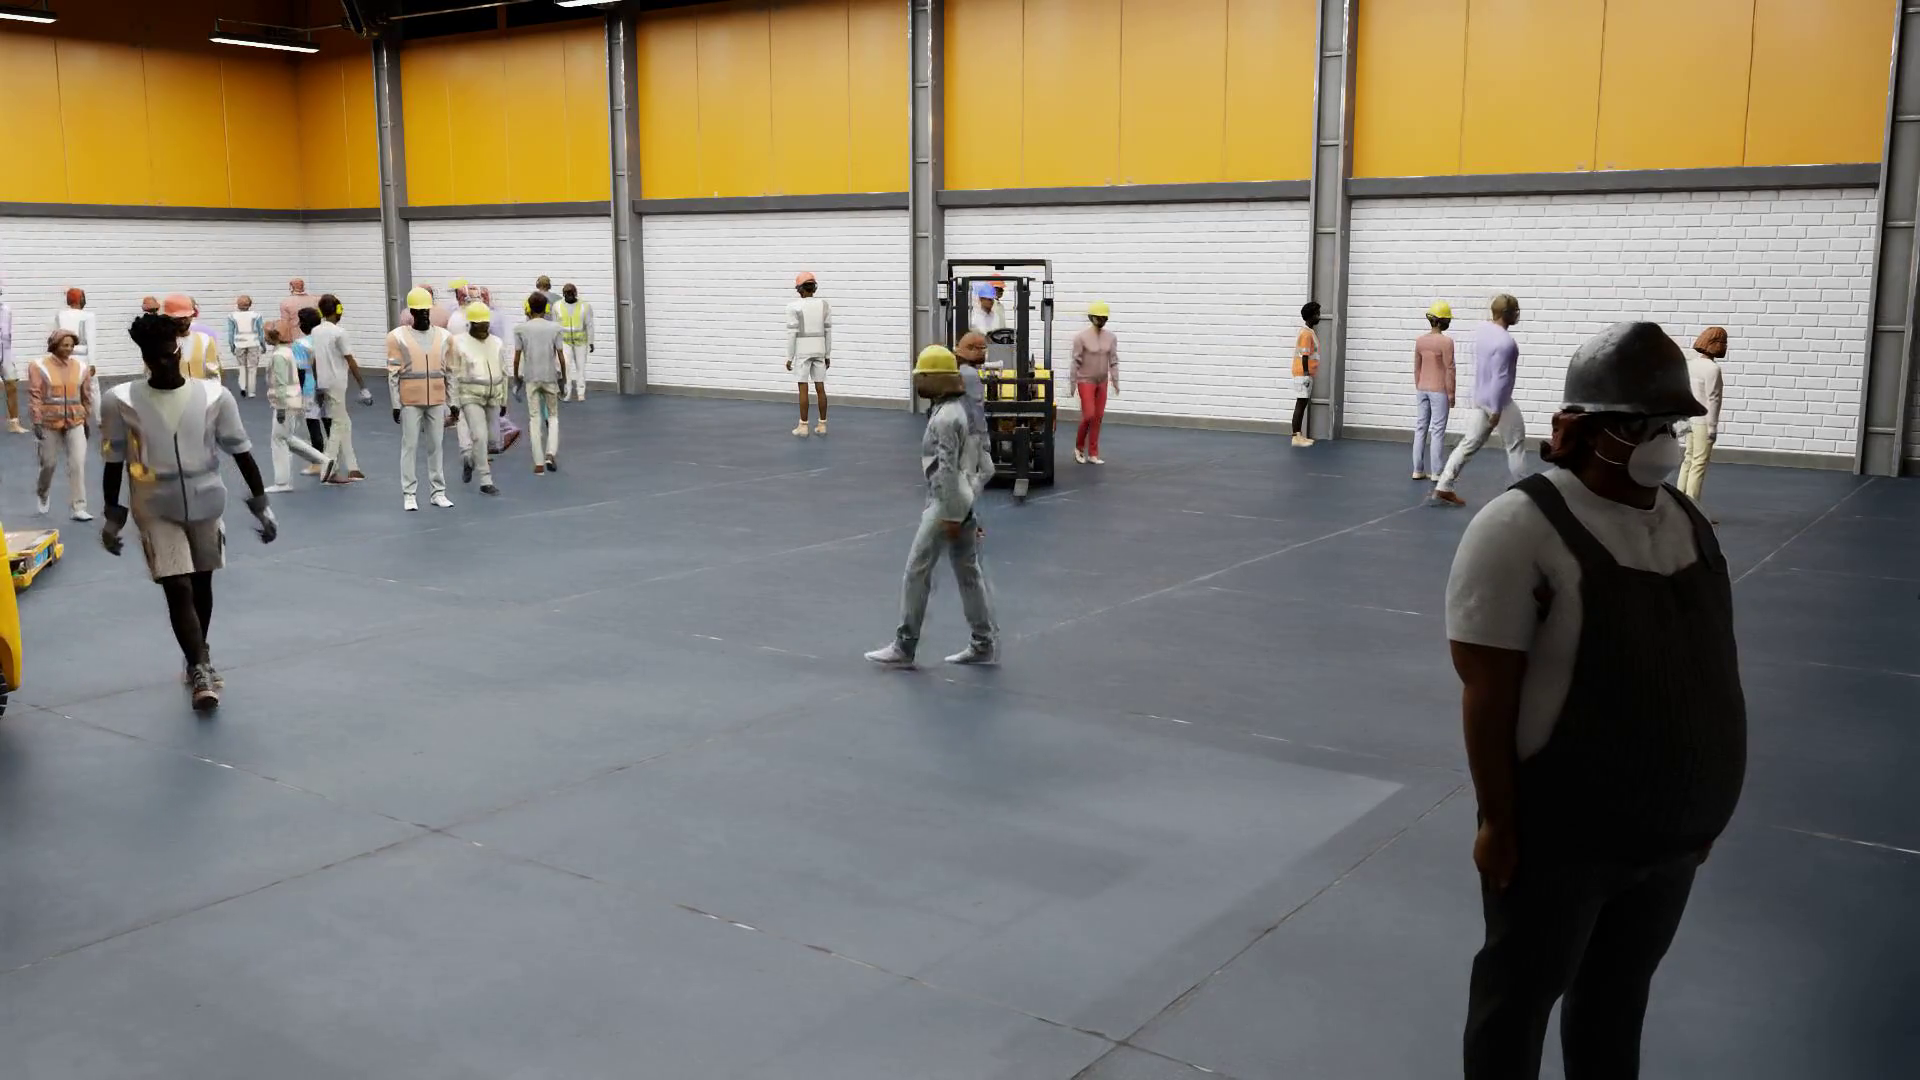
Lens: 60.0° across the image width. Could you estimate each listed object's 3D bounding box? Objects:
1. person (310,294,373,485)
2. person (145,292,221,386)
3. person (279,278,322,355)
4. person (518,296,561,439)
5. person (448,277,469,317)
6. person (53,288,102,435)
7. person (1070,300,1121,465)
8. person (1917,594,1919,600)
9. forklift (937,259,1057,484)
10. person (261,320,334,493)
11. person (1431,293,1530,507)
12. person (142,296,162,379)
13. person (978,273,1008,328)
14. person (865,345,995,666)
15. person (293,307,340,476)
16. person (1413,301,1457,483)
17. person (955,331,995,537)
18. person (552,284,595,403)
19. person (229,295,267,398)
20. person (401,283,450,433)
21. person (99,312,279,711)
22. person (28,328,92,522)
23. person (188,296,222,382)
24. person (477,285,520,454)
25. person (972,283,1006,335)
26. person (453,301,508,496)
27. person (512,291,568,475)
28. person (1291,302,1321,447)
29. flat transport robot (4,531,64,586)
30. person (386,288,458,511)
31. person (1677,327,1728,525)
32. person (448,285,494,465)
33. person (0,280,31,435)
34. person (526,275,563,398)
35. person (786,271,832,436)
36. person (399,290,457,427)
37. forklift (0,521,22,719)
[{"bbox_3d":[-5.999,-1.455,16.129,0.614,1.842,0.536,8,12,39],"label":"person"},{"bbox_3d":[-6.330,-1.070,13.630,0.518,1.909,0.536,9,13,43],"label":"person"},{"bbox_3d":[-10.091,-3.054,25.454,0.404,1.904,0.652,9,13,43],"label":"person"},{"bbox_3d":[-5.076,-2.069,20.050,0.539,1.742,0.529,-3,10,-19],"label":"person"},{"bbox_3d":[-7.581,-3.006,25.139,0.614,1.913,0.601,-3,10,-15],"label":"person"},{"bbox_3d":[-11.062,-2.230,20.811,0.581,1.831,1.004,0,10,3],"label":"person"},{"bbox_3d":[1.428,-1.657,17.591,0.540,1.750,0.407,-6,11,-31],"label":"person"},{"bbox_3d":[6.432,-0.510,10.275,0.689,1.919,0.550,4,10,23],"label":"person"},{"bbox_3d":[0.370,-1.738,16.759,1.214,2.155,2.313,1,10,3],"label":"forklift"},{"bbox_3d":[-6.247,-1.248,15.559,0.583,1.618,0.533,-3,10,-16],"label":"person"},{"bbox_3d":[4.649,-1.198,14.489,1.052,1.893,0.635,-1,10,-5],"label":"person"},{"bbox_3d":[-12.741,-3.073,26.466,0.762,1.608,0.509,2,10,11],"label":"person"},{"bbox_3d":[0.442,-2.509,21.937,0.389,1.996,0.612,5,11,26],"label":"person"},{"bbox_3d":[-0.168,-0.164,8.814,0.793,1.711,0.505,1,10,6],"label":"person"},{"bbox_3d":[-6.509,-1.495,16.787,0.320,1.695,0.537,3,10,19],"label":"person"},{"bbox_3d":[4.658,-1.444,16.281,0.311,1.769,0.522,-5,11,-27],"label":"person"},{"bbox_3d":[0.101,-0.813,12.964,0.370,1.617,0.505,0,10,2],"label":"person"},{"bbox_3d":[-5.906,-3.005,25.436,0.653,1.803,0.779,-1,10,-8],"label":"person"},{"bbox_3d":[-11.243,-3.054,26.276,0.527,1.623,0.383,-2,10,-10],"label":"person"},{"bbox_3d":[-6.624,-2.238,20.629,0.671,1.889,0.462,-9,13,-43],"label":"person"},{"bbox_3d":[-3.727,-0.142,8.079,0.758,1.899,0.970,-7,12,-34],"label":"person"},{"bbox_3d":[-7.531,-0.970,13.901,0.688,1.610,0.522,9,13,42],"label":"person"},{"bbox_3d":[-7.568,-1.484,16.333,0.602,1.819,0.680,-5,11,-29],"label":"person"},{"bbox_3d":[-5.207,-1.876,18.481,0.527,1.891,0.670,1,10,4],"label":"person"},{"bbox_3d":[0.294,-2.154,20.154,0.635,1.890,1.045,-5,11,-26],"label":"person"},{"bbox_3d":[-4.511,-1.325,15.505,0.711,1.797,0.599,9,13,41],"label":"person"},{"bbox_3d":[-4.271,-1.587,16.880,0.550,1.846,0.443,-3,10,-15],"label":"person"},{"bbox_3d":[4.034,-1.930,19.406,0.322,1.690,0.532,2,10,14],"label":"person"},{"bbox_3d":[-6.634,0.122,11.393,0.652,0.197,1.431,-3,10,-19],"label":"flat transport robot"},{"bbox_3d":[-4.667,-1.225,14.492,0.589,1.928,0.385,-7,12,-36],"label":"person"},{"bbox_3d":[6.109,-0.934,13.659,0.272,1.627,0.495,1,10,4],"label":"person"},{"bbox_3d":[-5.191,-1.751,17.691,0.408,1.908,0.642,-1,10,-5],"label":"person"},{"bbox_3d":[-12.112,-2.305,20.734,0.980,2.008,0.617,4,10,22],"label":"person"},{"bbox_3d":[-6.519,-3.195,26.197,0.630,1.940,0.370,-5,11,-28],"label":"person"},{"bbox_3d":[-1.874,-2.296,20.534,0.606,2.044,0.374,-6,11,-31],"label":"person"},{"bbox_3d":[-6.973,-2.373,21.638,0.957,1.818,0.554,3,10,17],"label":"person"},{"bbox_3d":[-5.296,-0.090,6.943,1.214,2.155,2.313,7,12,35],"label":"forklift"}]
